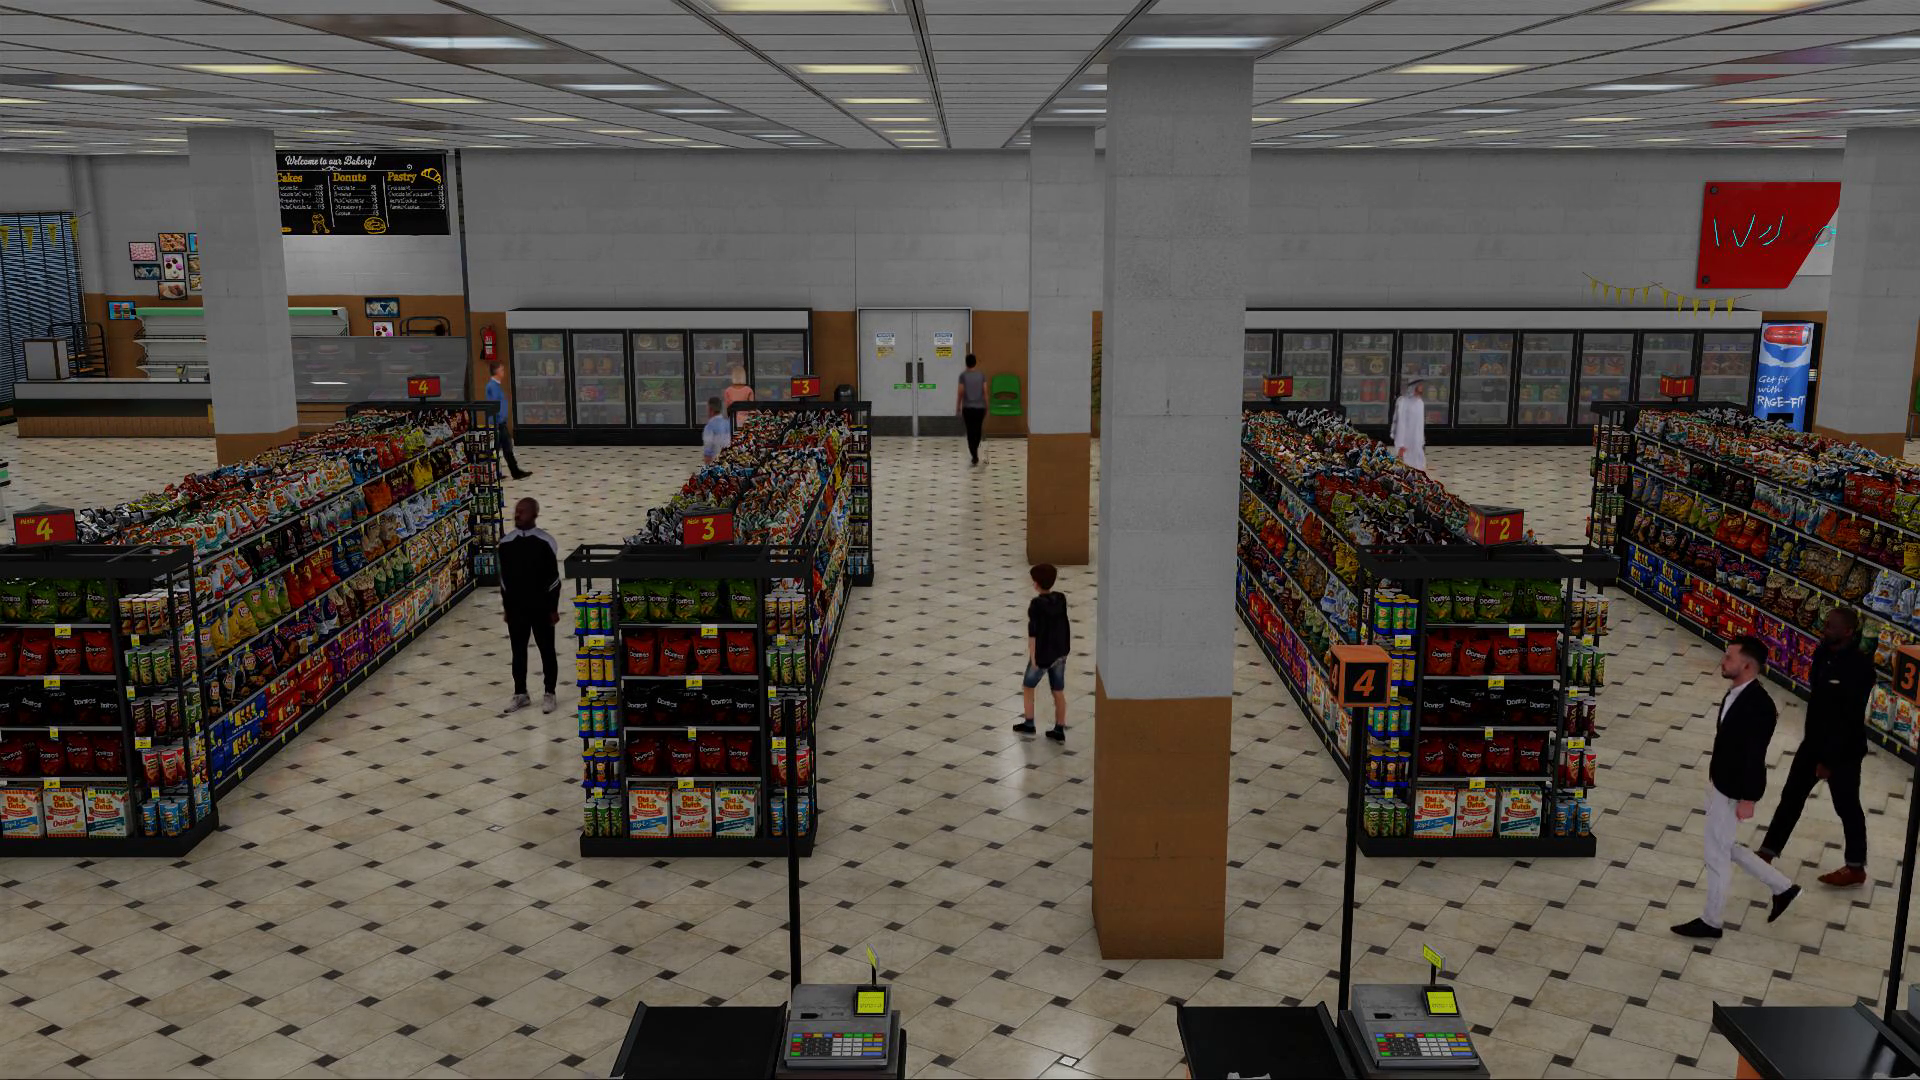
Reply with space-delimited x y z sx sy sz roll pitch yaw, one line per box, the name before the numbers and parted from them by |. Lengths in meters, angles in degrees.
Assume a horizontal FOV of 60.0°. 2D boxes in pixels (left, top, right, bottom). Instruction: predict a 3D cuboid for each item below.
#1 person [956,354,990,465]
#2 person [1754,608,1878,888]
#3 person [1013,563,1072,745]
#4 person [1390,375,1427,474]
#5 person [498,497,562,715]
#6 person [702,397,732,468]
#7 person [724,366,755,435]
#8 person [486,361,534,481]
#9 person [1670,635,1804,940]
person | 0.223 -2.058 26.518 0.842 1.710 1.199 -3 12 -14
person | 5.505 1.315 10.321 0.797 1.783 1.002 0 12 -1
person | 0.730 0.910 13.103 0.722 1.429 0.813 -6 13 -28
person | 5.909 -1.227 22.096 0.997 1.906 1.080 -10 15 -39
person | -3.597 0.525 13.967 0.673 1.827 0.581 1 12 6
person | -2.925 -0.849 20.544 0.878 1.806 0.775 6 14 28
person | -3.312 -1.759 25.063 0.589 1.725 0.502 0 12 0
person | -7.021 -1.771 24.953 0.923 1.795 0.949 -4 12 -17
person | 4.562 1.449 9.578 0.853 1.828 0.955 2 12 11
